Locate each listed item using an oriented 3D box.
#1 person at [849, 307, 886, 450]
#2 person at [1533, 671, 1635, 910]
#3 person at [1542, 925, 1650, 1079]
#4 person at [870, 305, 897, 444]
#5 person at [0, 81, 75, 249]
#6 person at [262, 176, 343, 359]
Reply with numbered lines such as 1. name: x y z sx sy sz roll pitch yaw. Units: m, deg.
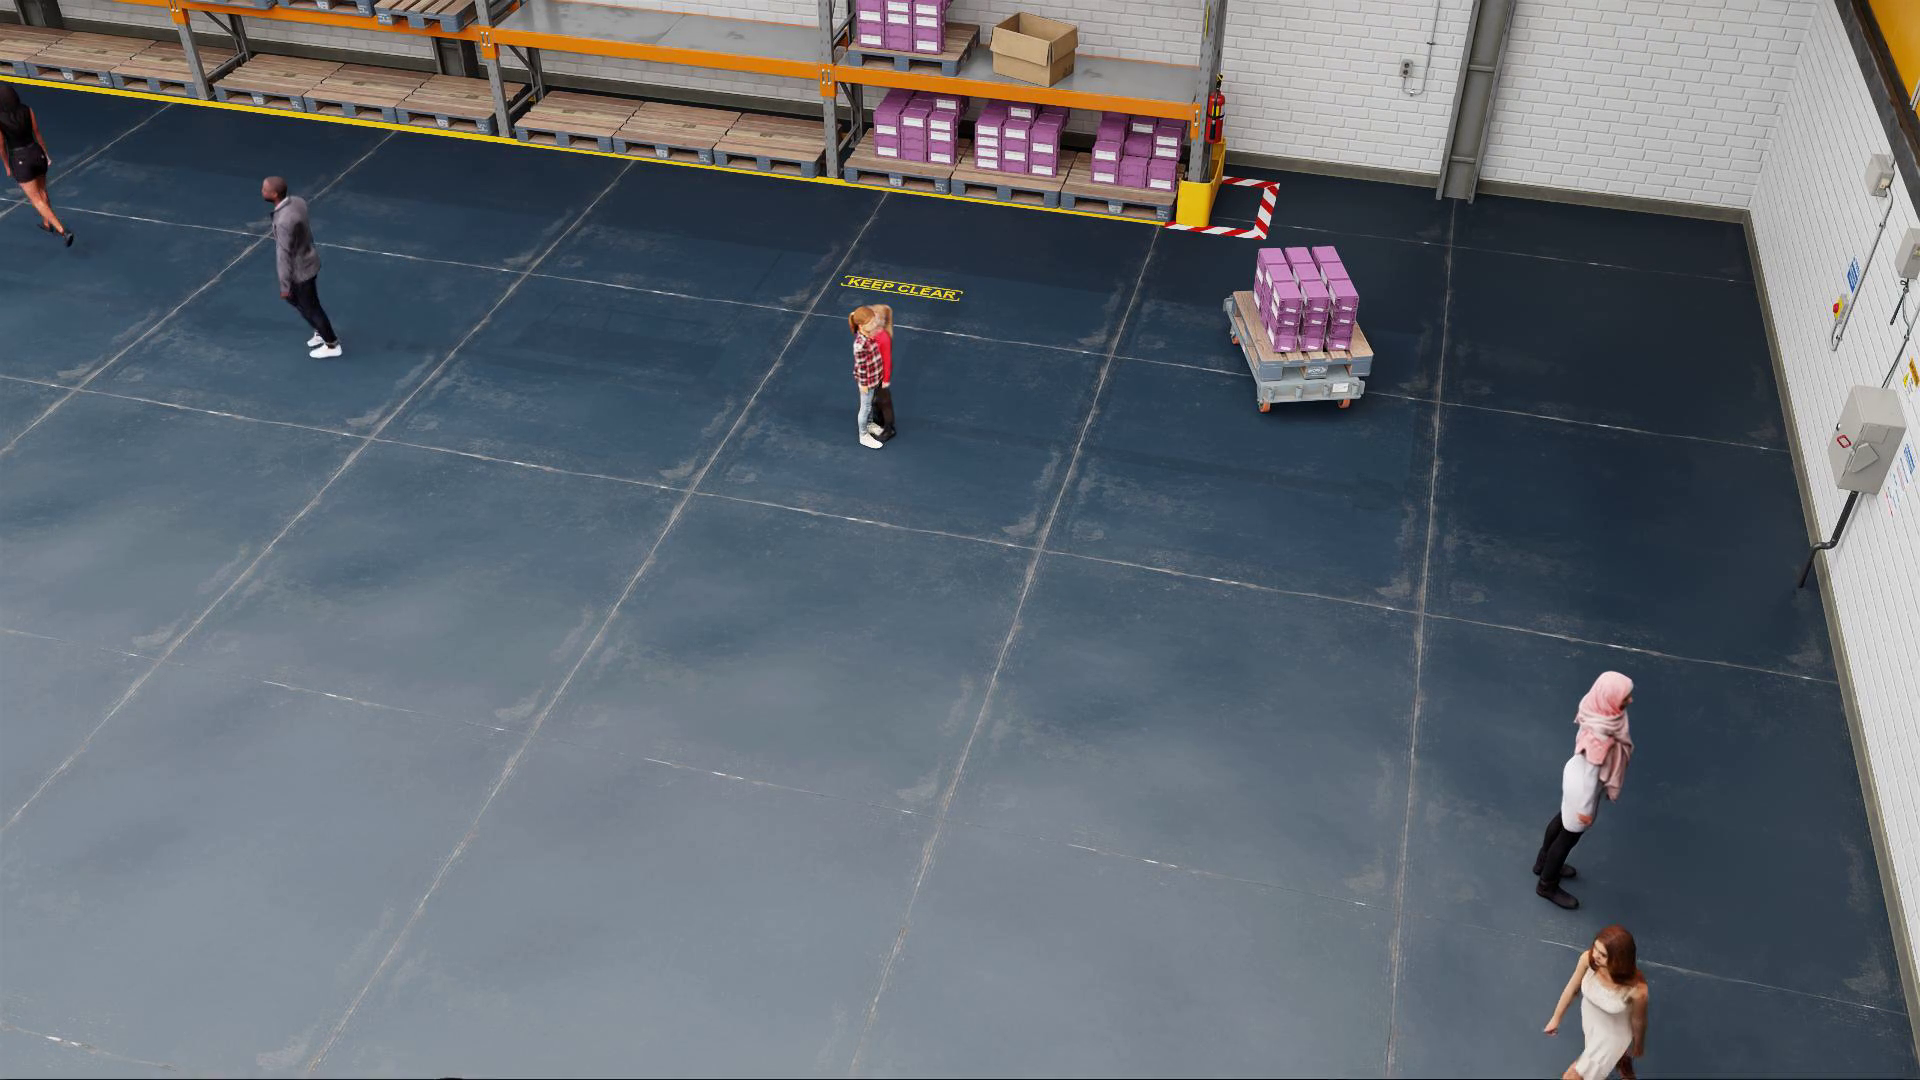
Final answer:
1. person: -0.789 -1.408 14.148 0.514 1.306 0.516 10 40 12
2. person: 3.787 1.493 10.117 0.585 1.803 0.627 11 40 14
3. person: 3.507 2.601 8.868 1.221 1.629 1.081 -19 42 -22
4. person: -0.691 -1.454 14.226 0.640 1.280 0.566 -27 46 -30
5. person: -9.339 -3.751 16.756 1.195 1.711 0.875 24 45 27
6. person: -5.868 -2.448 15.048 0.825 1.807 0.829 -7 39 -9
